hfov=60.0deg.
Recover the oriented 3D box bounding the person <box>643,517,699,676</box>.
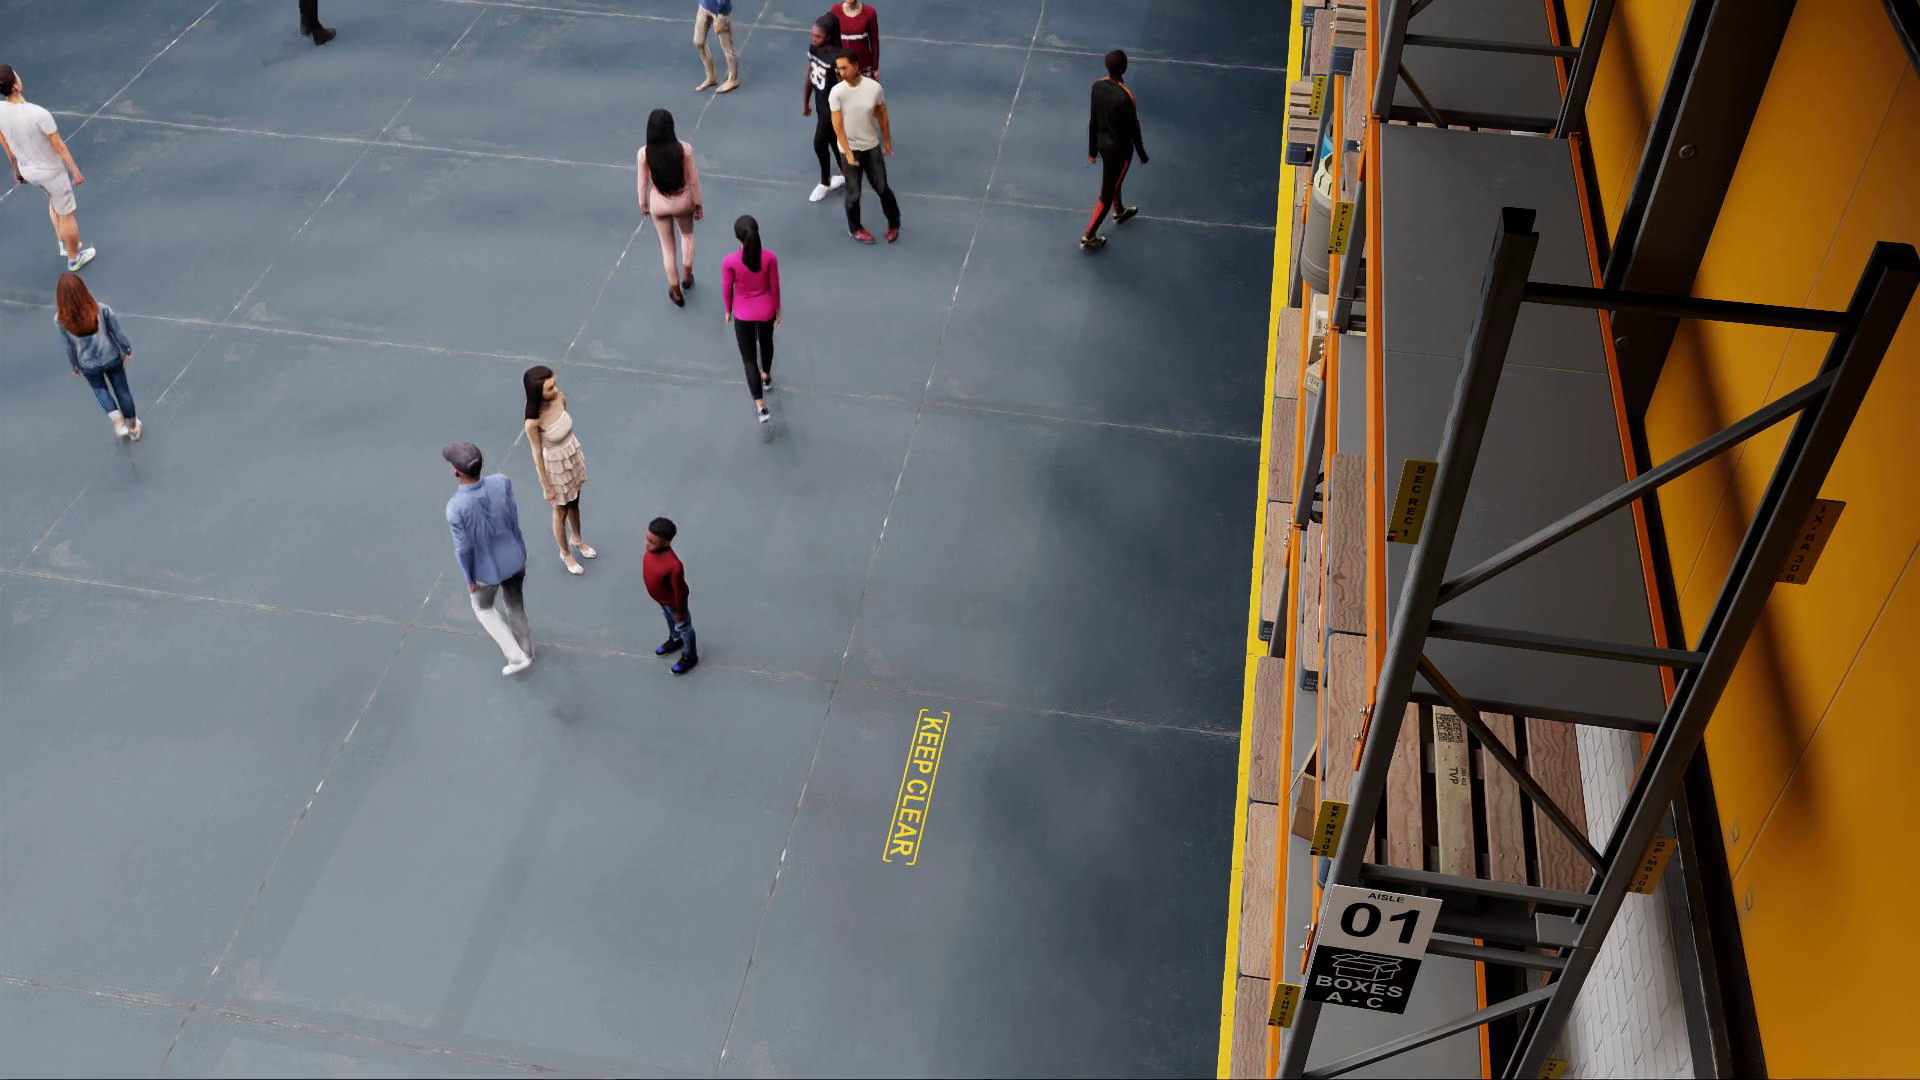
[{"bbox_3d":[-1.877,0.329,10.809,0.633,1.255,0.579,-29,51,-27],"label":"person"}]

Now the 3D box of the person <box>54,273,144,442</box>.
[{"bbox_3d":[-6.394,-1.306,12.372,0.675,1.467,0.709,-18,47,-18],"label":"person"}]

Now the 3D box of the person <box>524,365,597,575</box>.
[{"bbox_3d":[-2.724,-0.483,11.314,0.685,1.736,0.529,16,46,16],"label":"person"}]

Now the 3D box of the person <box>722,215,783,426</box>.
[{"bbox_3d":[-1.540,-1.642,12.587,0.901,1.667,1.175,-11,45,-11],"label":"person"}]

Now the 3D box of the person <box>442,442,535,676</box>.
[{"bbox_3d":[-2.896,0.162,10.534,0.873,1.877,0.806,34,53,30],"label":"person"}]

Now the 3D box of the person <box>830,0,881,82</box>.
[{"bbox_3d":[-0.983,-4.435,15.489,0.661,1.698,0.582,-2,44,-3],"label":"person"}]

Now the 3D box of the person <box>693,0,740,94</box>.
[{"bbox_3d":[-2.328,-5.203,16.312,0.834,1.687,0.779,-32,52,-29],"label":"person"}]

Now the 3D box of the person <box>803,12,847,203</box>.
[{"bbox_3d":[-1.098,-3.904,14.918,0.932,1.718,0.868,-28,50,-26],"label":"person"}]

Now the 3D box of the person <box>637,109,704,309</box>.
[{"bbox_3d":[-2.339,-2.668,13.633,0.781,1.701,0.807,-14,45,-14],"label":"person"}]

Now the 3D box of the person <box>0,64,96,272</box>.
[{"bbox_3d":[-7.742,-3.066,13.949,0.696,1.842,0.643,7,44,8],"label":"person"}]

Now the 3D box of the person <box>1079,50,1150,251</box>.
[{"bbox_3d":[1.273,-3.300,14.241,1.132,1.776,1.047,-29,51,-27],"label":"person"}]

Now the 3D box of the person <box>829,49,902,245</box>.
[{"bbox_3d":[-0.916,-3.402,14.356,0.865,1.777,0.876,-20,47,-20],"label":"person"}]
